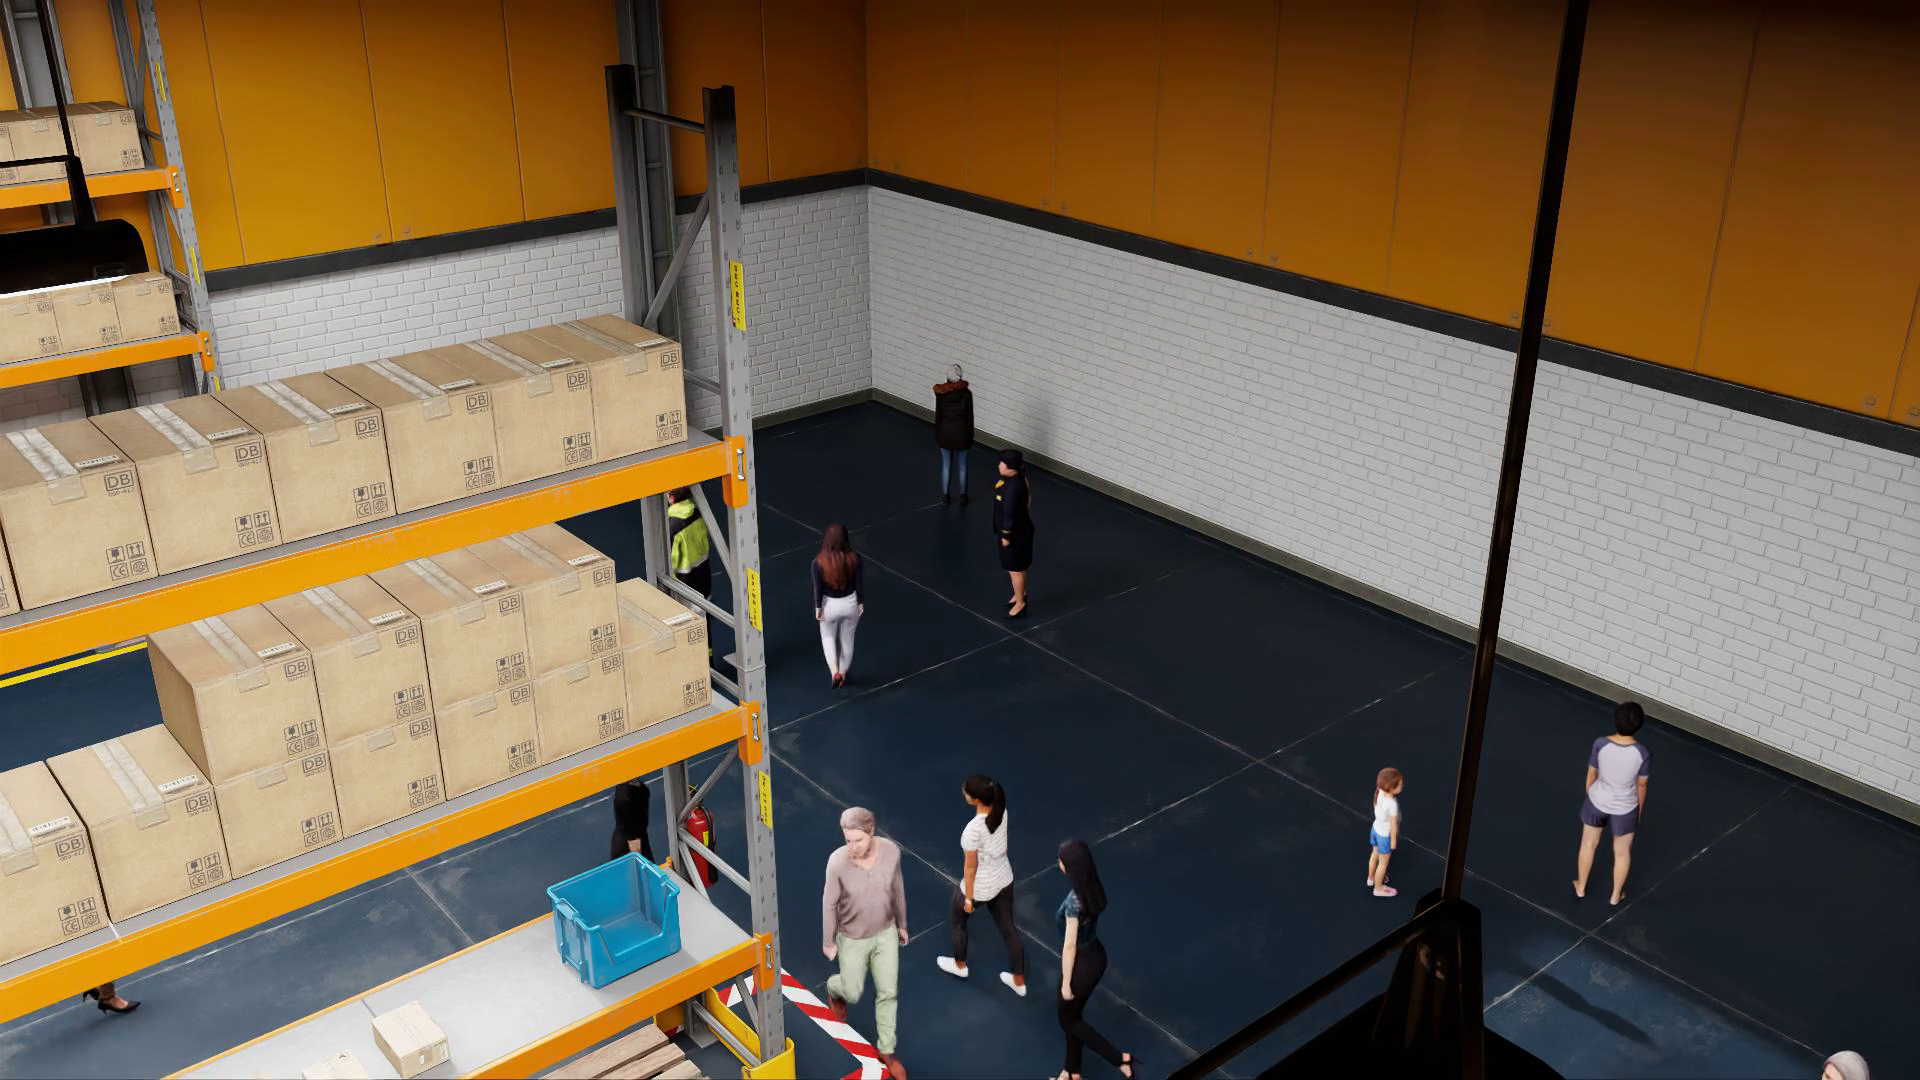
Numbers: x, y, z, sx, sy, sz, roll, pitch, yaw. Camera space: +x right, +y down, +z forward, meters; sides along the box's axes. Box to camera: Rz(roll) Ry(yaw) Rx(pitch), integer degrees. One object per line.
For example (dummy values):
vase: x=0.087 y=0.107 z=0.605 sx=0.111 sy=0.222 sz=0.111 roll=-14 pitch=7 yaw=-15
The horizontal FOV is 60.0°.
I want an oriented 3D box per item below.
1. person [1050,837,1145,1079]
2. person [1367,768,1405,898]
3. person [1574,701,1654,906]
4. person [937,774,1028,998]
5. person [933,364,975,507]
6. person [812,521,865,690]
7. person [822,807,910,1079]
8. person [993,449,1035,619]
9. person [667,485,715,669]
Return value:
person: x=0.792 y=2.573 z=9.821 sx=0.878 sy=1.703 sz=0.889 roll=9 pitch=25 yaw=20
person: x=3.023 y=2.063 z=11.843 sx=0.522 sy=1.019 sz=0.483 roll=-4 pitch=24 yaw=-8
person: x=4.594 y=1.833 z=11.687 sx=0.632 sy=1.564 sz=0.635 roll=12 pitch=26 yaw=26
person: x=0.236 y=2.256 z=10.660 sx=0.844 sy=1.611 sz=0.740 roll=-22 pitch=32 yaw=-40
person: x=-0.051 y=-1.171 z=18.472 sx=0.728 sy=1.634 sz=0.781 roll=3 pitch=24 yaw=8
person: x=-1.043 y=0.606 z=14.452 sx=0.850 sy=1.597 sz=0.870 roll=-4 pitch=24 yaw=-8
person: x=-0.614 y=2.363 z=10.125 sx=1.065 sy=1.845 sz=0.922 roll=-12 pitch=26 yaw=-26
person: x=0.527 y=-0.068 z=15.905 sx=0.856 sy=1.669 sz=0.796 roll=2 pitch=24 yaw=4
person: x=-2.383 y=0.364 z=14.529 sx=0.930 sy=1.980 sz=0.800 roll=8 pitch=25 yaw=18
